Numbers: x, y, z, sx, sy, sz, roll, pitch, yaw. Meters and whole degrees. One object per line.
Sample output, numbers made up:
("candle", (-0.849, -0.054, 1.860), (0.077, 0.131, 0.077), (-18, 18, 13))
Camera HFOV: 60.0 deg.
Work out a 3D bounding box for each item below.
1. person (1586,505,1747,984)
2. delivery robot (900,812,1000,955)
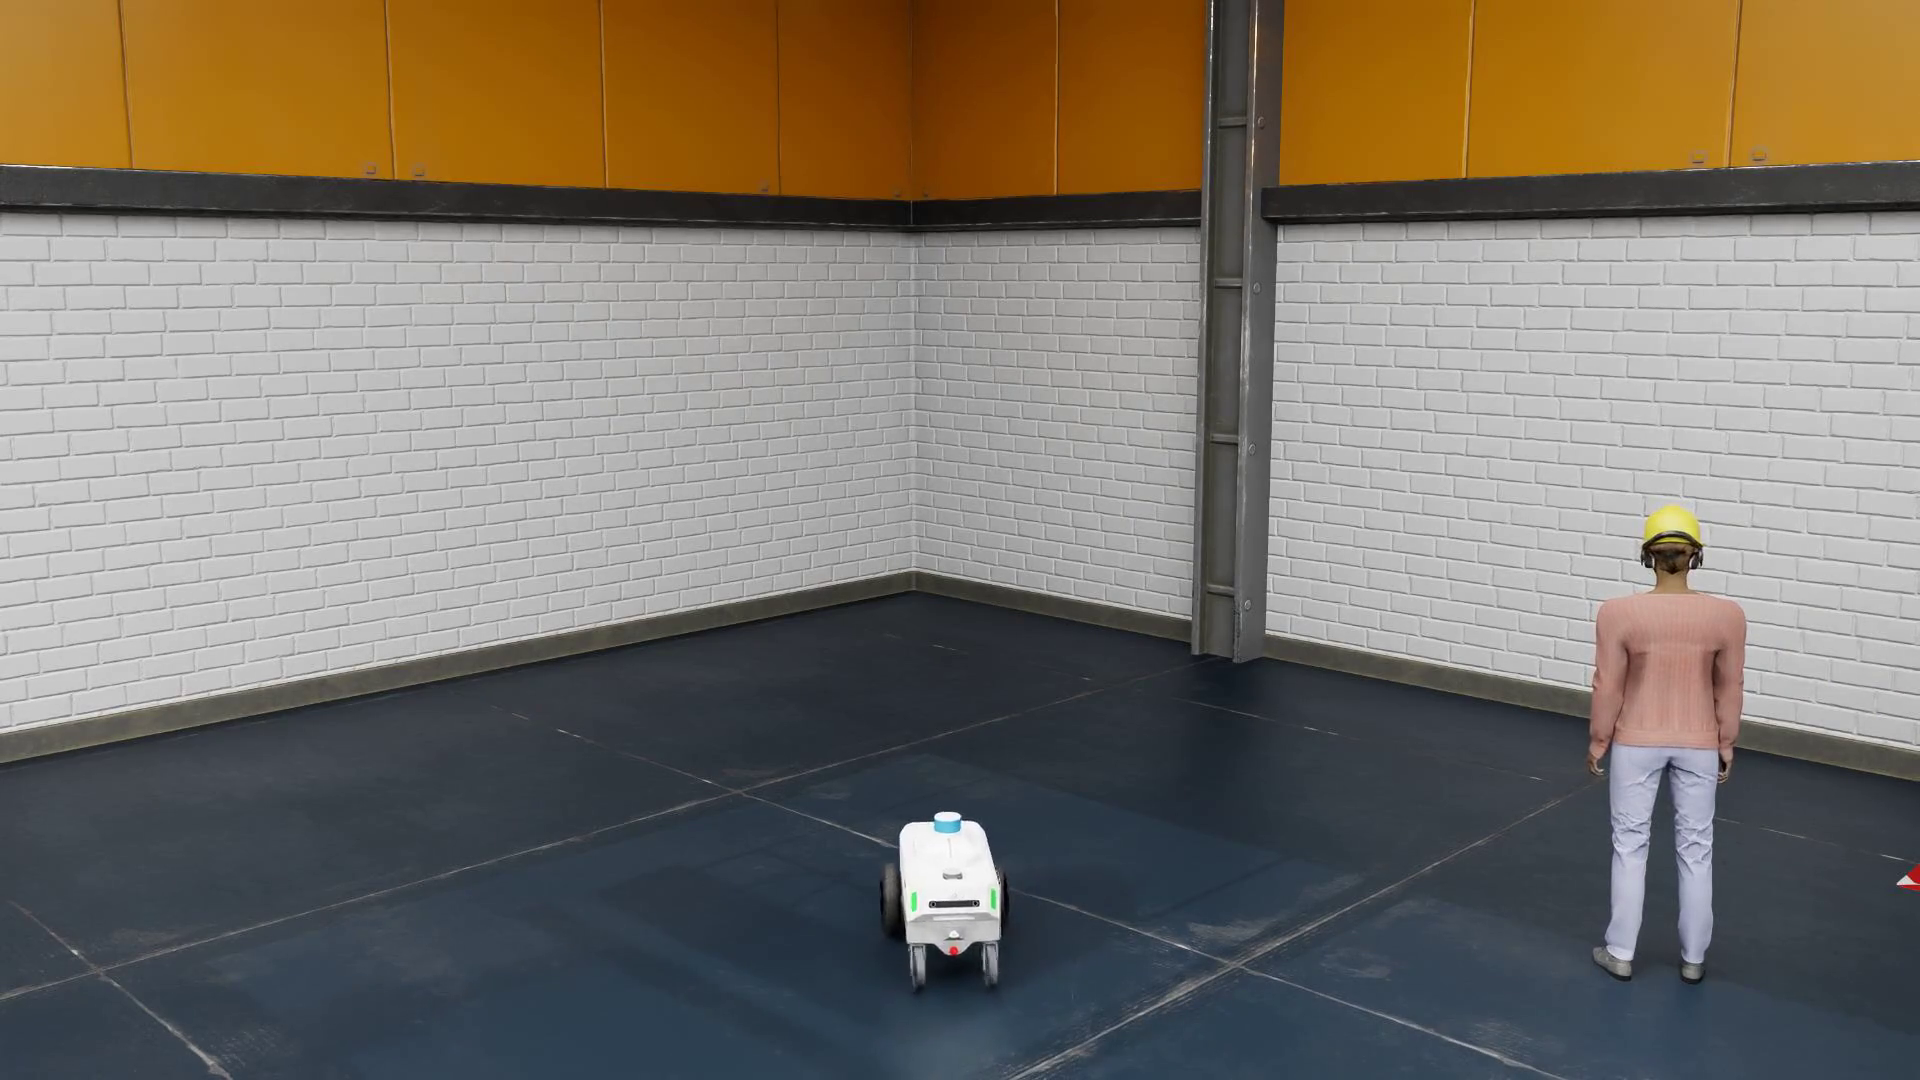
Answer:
("person", (2.564, 0.750, 6.083), (0.523, 1.760, 0.327), (2, 9, 10))
("delivery robot", (-0.046, 1.271, 6.273), (0.477, 0.478, 0.707), (-1, 9, -4))
